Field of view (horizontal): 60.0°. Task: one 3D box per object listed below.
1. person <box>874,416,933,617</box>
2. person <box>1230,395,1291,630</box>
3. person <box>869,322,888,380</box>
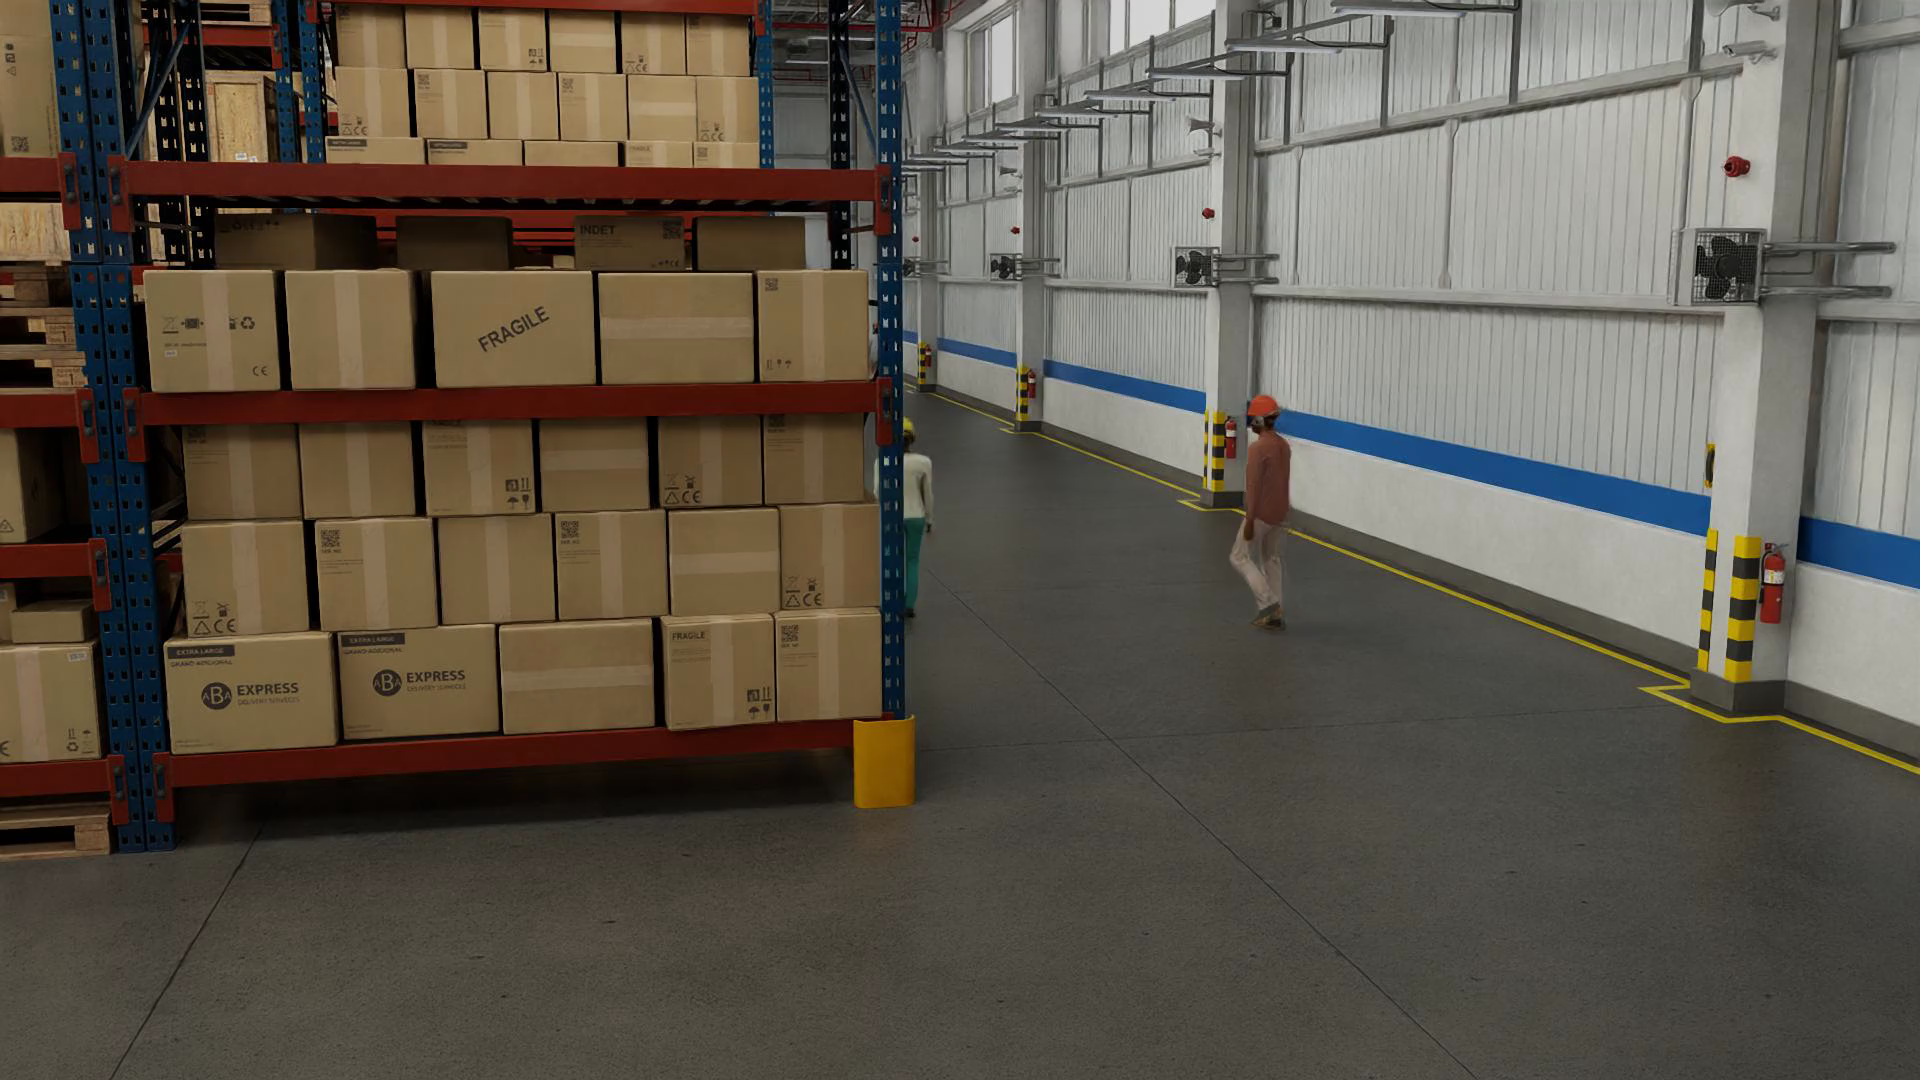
[{"bbox_3d":[-0.491,-0.197,14.424,0.532,1.751,0.374,-2,10,-11],"label":"person"},{"bbox_3d":[2.531,-0.220,13.883,0.437,1.974,0.648,8,12,39],"label":"person"},{"bbox_3d":[-1.991,-4.335,39.714,0.602,1.724,0.696,-2,10,-13],"label":"person"}]
